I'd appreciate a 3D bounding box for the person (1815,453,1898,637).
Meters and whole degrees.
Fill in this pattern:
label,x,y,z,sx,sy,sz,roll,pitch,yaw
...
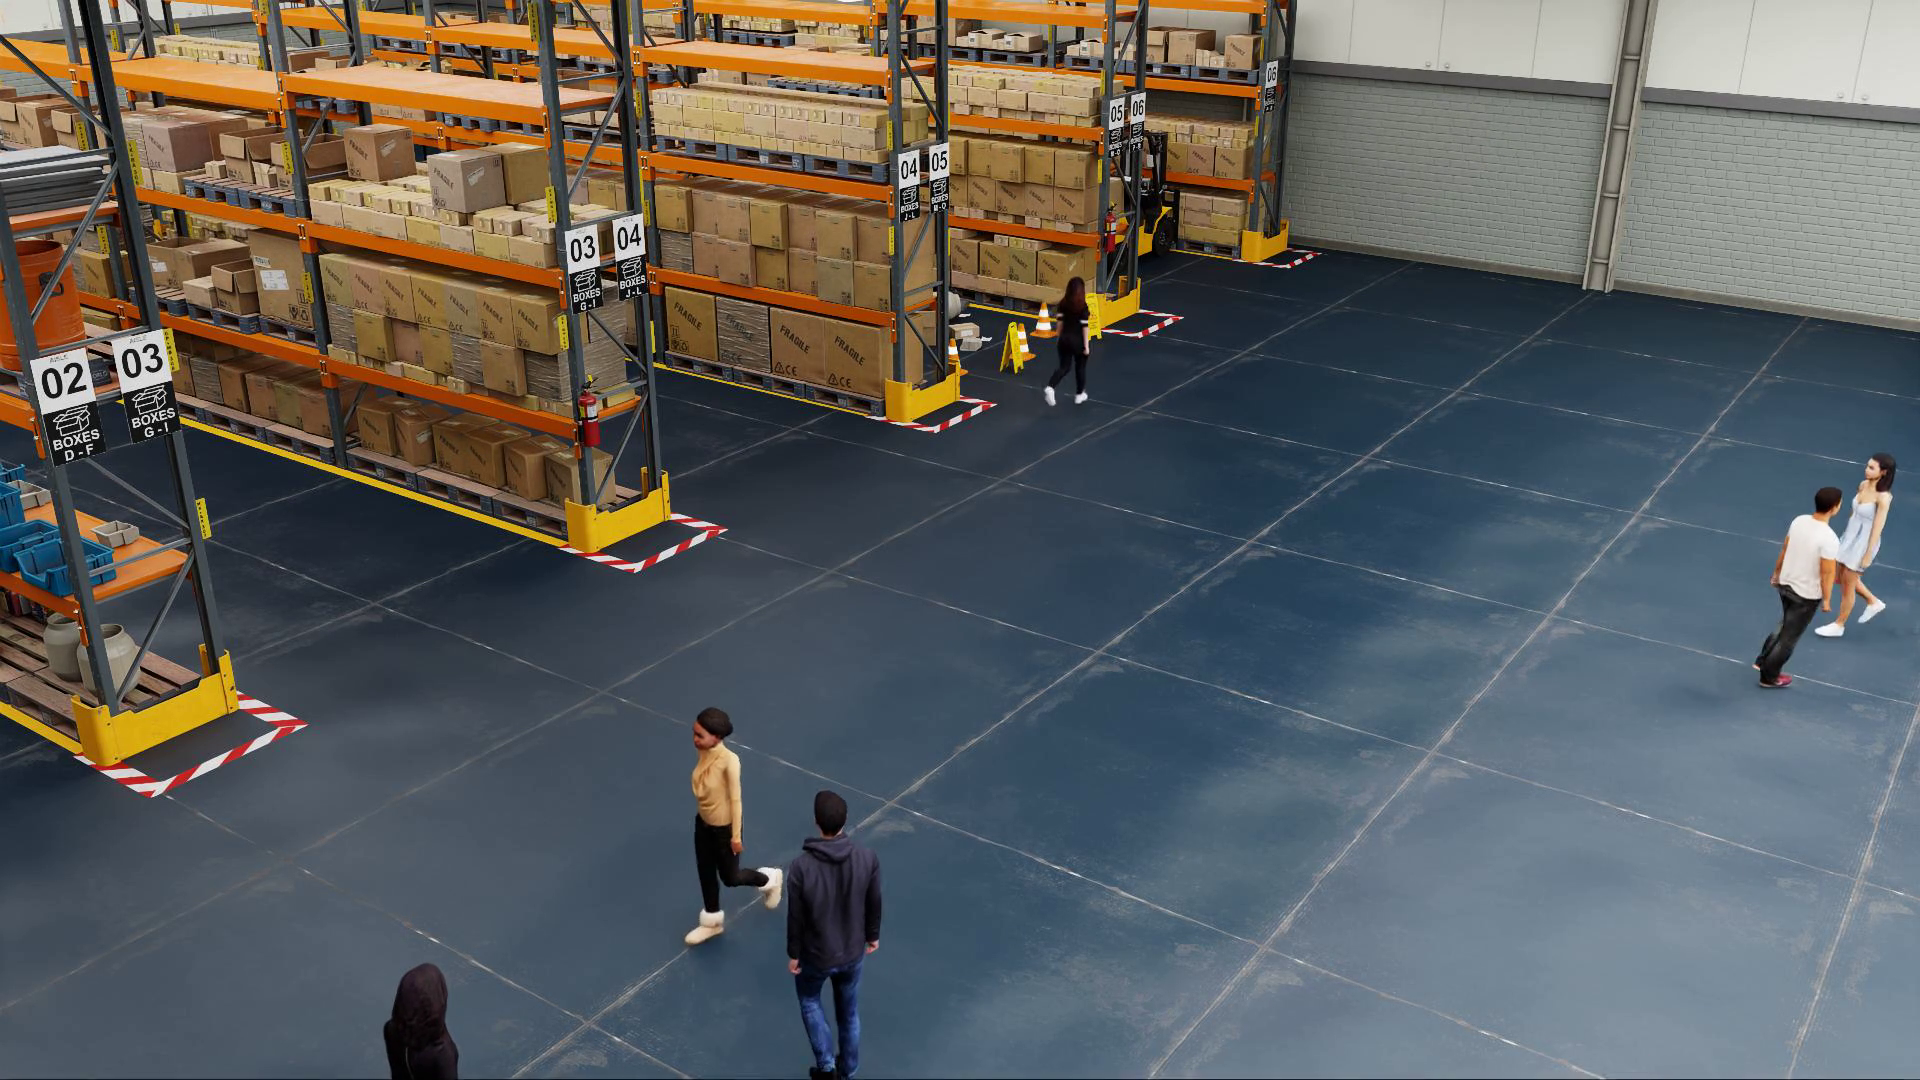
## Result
label,x,y,z,sx,sy,sz,roll,pitch,yaw
person,7.900,0.059,14.442,0.940,1.719,0.855,-1,23,-3

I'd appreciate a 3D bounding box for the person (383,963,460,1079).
label,x,y,z,sx,sy,sz,roll,pitch,yaw
person,-2.497,2.807,7.873,0.435,1.802,0.643,14,27,30

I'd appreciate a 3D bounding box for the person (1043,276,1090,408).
label,x,y,z,sx,sy,sz,roll,pitch,yaw
person,1.318,-2.377,20.310,0.970,1.609,0.687,18,29,35

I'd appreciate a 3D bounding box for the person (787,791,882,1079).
label,x,y,z,sx,sy,sz,roll,pitch,yaw
person,-0.673,2.275,9.030,0.818,1.875,0.845,-8,24,-18

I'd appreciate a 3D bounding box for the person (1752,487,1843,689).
label,x,y,z,sx,sy,sz,roll,pitch,yaw
person,6.750,0.410,13.529,0.860,1.785,0.791,-5,24,-13

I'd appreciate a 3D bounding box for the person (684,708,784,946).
label,x,y,z,sx,sy,sz,roll,pitch,yaw
person,-1.447,1.779,10.493,0.770,1.644,0.925,-19,30,-38
